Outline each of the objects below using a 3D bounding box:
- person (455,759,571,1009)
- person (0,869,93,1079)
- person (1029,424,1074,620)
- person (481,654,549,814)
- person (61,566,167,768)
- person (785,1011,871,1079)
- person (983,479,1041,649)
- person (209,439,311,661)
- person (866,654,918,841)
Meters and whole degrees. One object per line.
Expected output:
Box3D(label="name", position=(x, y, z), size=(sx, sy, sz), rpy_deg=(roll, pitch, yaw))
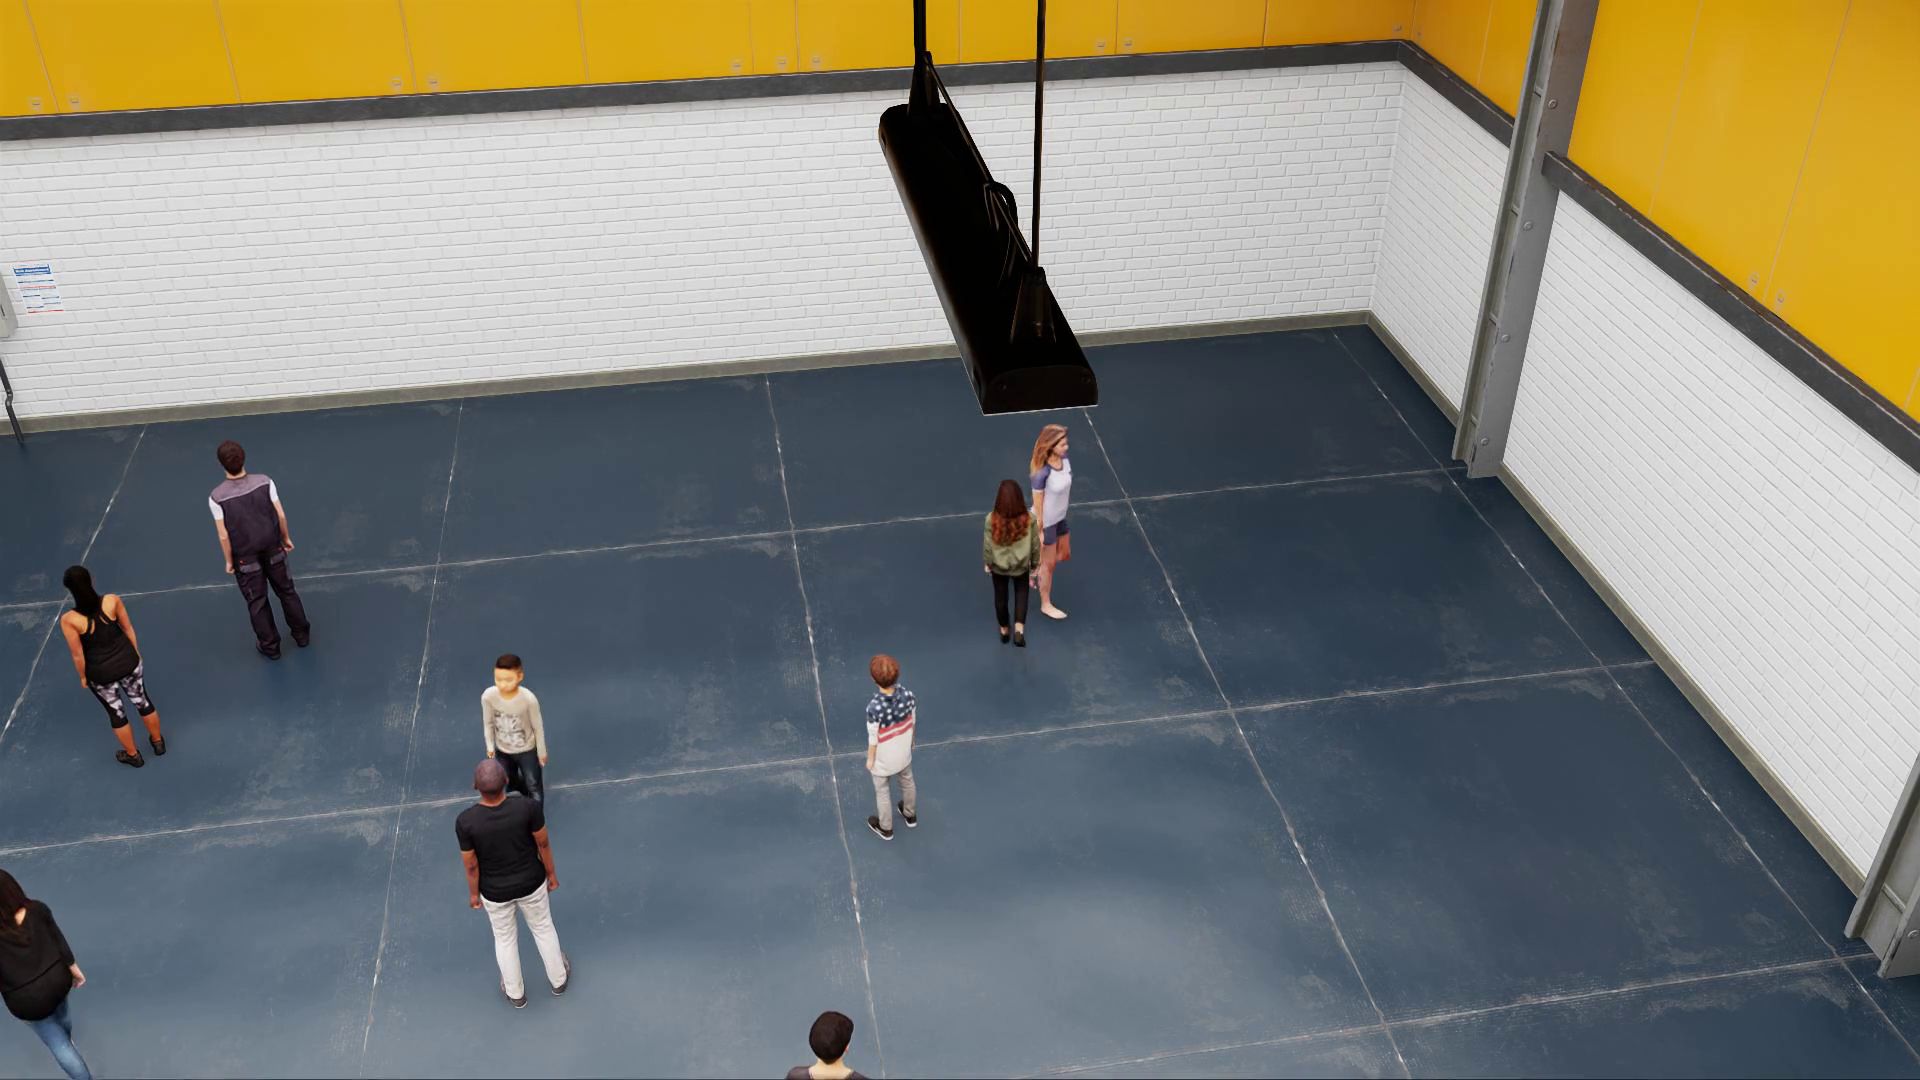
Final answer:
Box3D(label="person", position=(-2.609, 2.004, 9.686), size=(0.716, 1.804, 0.655), rpy_deg=(-13, 36, -19))
Box3D(label="person", position=(-5.017, 2.488, 9.128), size=(1.017, 1.615, 0.958), rpy_deg=(20, 39, 28))
Box3D(label="person", position=(0.631, -0.173, 13.042), size=(0.918, 1.715, 0.854), rpy_deg=(22, 40, 30))
Box3D(label="person", position=(-2.910, 1.323, 11.022), size=(0.642, 1.458, 0.732), rpy_deg=(2, 34, 3))
Box3D(label="person", position=(-5.886, 0.858, 11.527), size=(0.693, 1.674, 0.658), rpy_deg=(27, 42, 34))
Box3D(label="person", position=(-0.630, 2.997, 8.273), size=(0.679, 1.714, 0.626), rpy_deg=(3, 34, 4))
Box3D(label="person", position=(0.381, 0.224, 12.666), size=(0.666, 1.469, 0.772), rpy_deg=(1, 34, 1))
Box3D(label="person", position=(-5.309, 0.069, 12.558), size=(0.755, 1.848, 0.753), rpy_deg=(-25, 41, -32))
Box3D(label="person", position=(-0.459, 1.355, 10.992), size=(0.585, 1.439, 0.589), rpy_deg=(-22, 39, -29))
